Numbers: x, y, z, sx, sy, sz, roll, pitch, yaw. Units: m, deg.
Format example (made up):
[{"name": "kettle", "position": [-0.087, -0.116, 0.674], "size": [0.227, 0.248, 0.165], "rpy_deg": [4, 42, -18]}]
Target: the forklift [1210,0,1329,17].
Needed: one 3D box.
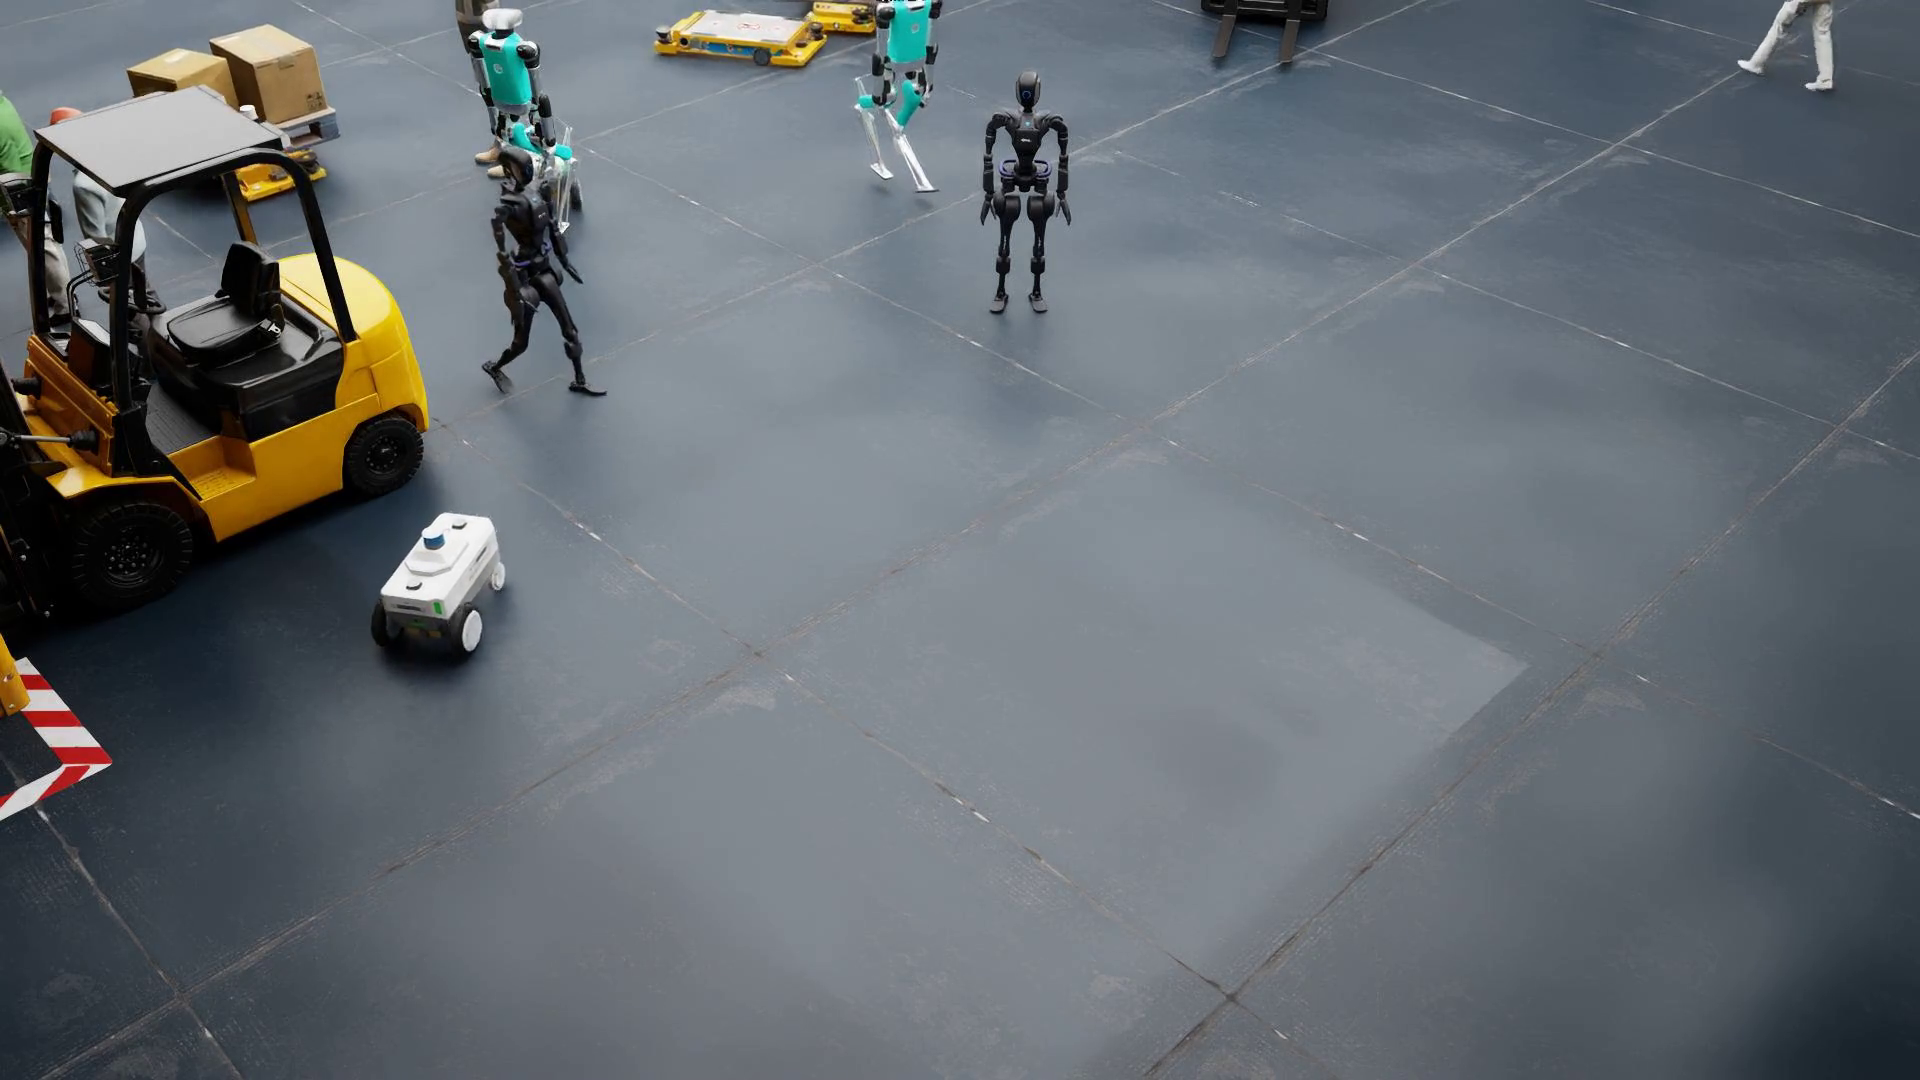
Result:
[{"name": "forklift", "position": [3.106, -6.400, 15.960], "size": [1.214, 2.155, 2.313], "rpy_deg": [8, 37, 10]}]

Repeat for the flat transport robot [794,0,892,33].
[{"name": "flat transport robot", "position": [-1.018, -5.215, 15.977], "size": [0.659, 0.231, 1.431], "rpy_deg": [7, 37, 9]}]

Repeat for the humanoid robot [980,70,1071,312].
[{"name": "humanoid robot", "position": [0.432, -2.255, 10.827], "size": [0.599, 1.657, 0.315], "rpy_deg": [1, 37, 1]}]

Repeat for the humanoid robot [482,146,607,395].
[{"name": "humanoid robot", "position": [-2.600, -1.608, 10.010], "size": [0.761, 1.637, 0.601], "rpy_deg": [16, 40, 20]}]

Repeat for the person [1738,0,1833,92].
[{"name": "person", "position": [7.234, -4.639, 14.095], "size": [0.504, 1.591, 0.876], "rpy_deg": [-18, 40, -22]}]

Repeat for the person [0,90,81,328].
[{"name": "person", "position": [-6.073, -2.224, 10.711], "size": [0.388, 1.782, 0.539], "rpy_deg": [-14, 39, -17]}]

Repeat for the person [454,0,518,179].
[{"name": "person", "position": [-3.619, -3.734, 12.517], "size": [0.386, 2.039, 0.613], "rpy_deg": [-18, 40, -23]}]

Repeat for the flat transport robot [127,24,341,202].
[{"name": "flat transport robot", "position": [-5.641, -3.032, 13.055], "size": [1.431, 0.231, 0.659], "rpy_deg": [30, 46, 34]}]

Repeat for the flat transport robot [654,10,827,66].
[{"name": "flat transport robot", "position": [-1.991, -4.560, 15.100], "size": [1.431, 0.231, 0.659], "rpy_deg": [9, 38, 12]}]

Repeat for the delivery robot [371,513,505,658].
[{"name": "delivery robot", "position": [-2.644, 0.219, 8.480], "size": [0.499, 0.614, 0.812], "rpy_deg": [7, 37, 9]}]

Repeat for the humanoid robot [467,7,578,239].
[{"name": "humanoid robot", "position": [-2.947, -2.950, 11.610], "size": [0.533, 1.674, 0.735], "rpy_deg": [15, 39, 19]}]

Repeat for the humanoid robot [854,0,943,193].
[{"name": "humanoid robot", "position": [-0.499, -3.387, 12.302], "size": [0.537, 1.723, 0.996], "rpy_deg": [-22, 42, -27]}]

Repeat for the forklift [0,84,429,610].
[{"name": "forklift", "position": [-4.145, -1.093, 8.856], "size": [2.313, 2.155, 1.214], "rpy_deg": [-31, 47, -34]}]

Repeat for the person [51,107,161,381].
[{"name": "person", "position": [-5.183, -1.806, 10.185], "size": [0.345, 1.740, 0.572], "rpy_deg": [-3, 37, -3]}]

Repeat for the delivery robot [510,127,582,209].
[{"name": "delivery robot", "position": [-3.164, -2.792, 12.502], "size": [0.499, 0.604, 0.807], "rpy_deg": [-12, 38, -16]}]
